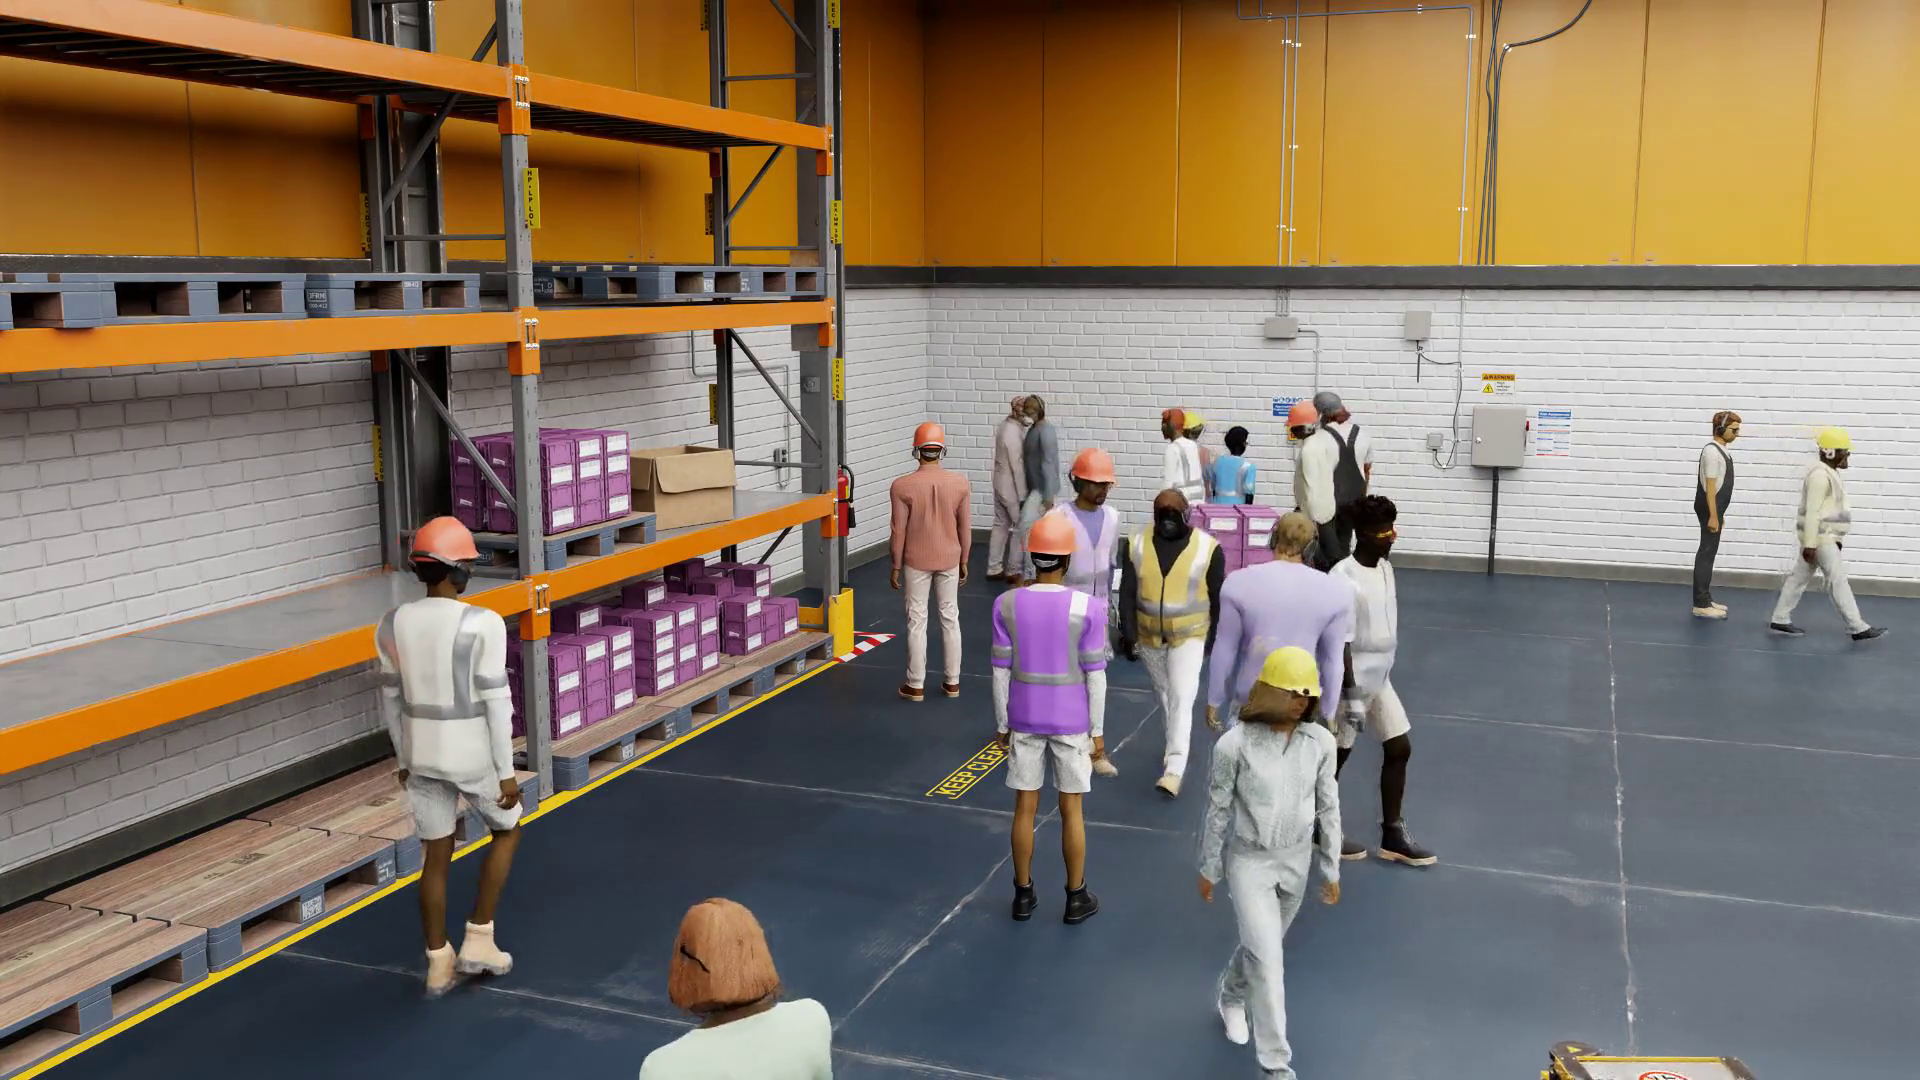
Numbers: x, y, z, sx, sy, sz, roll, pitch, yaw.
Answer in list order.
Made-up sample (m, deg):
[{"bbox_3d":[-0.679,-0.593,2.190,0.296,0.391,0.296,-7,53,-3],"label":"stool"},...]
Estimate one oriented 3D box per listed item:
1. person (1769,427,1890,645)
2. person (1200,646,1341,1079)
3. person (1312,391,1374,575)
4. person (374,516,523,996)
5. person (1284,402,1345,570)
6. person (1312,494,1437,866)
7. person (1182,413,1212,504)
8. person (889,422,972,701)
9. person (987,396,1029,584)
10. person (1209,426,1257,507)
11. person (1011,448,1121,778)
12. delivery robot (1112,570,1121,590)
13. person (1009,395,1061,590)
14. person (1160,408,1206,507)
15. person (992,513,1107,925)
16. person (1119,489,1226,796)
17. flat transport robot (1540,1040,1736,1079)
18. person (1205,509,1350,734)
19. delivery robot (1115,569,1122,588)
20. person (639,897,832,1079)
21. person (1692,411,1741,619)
[{"bbox_3d":[7.208,-0.037,13.742,0.914,1.781,0.617,5,10,29],"label":"person"},{"bbox_3d":[1.159,1.205,6.269,0.497,1.697,0.914,-3,9,-17],"label":"person"},{"bbox_3d":[3.457,-0.393,15.181,0.720,2.000,0.829,-3,9,-16],"label":"person"},{"bbox_3d":[-2.127,0.909,7.050,0.648,2.023,0.525,3,9,17],"label":"person"},{"bbox_3d":[3.039,-0.251,14.637,1.064,1.917,0.627,6,11,31],"label":"person"},{"bbox_3d":[2.119,0.733,8.445,0.800,1.930,0.624,9,12,43],"label":"person"},{"bbox_3d":[2.276,-0.341,15.820,0.777,1.735,0.524,6,11,34],"label":"person"},{"bbox_3d":[-0.215,0.155,11.887,0.612,1.995,0.382,-3,10,-20],"label":"person"},{"bbox_3d":[0.511,-0.490,16.333,0.453,1.871,0.699,-2,9,-11],"label":"person"},{"bbox_3d":[2.503,-0.222,15.318,0.540,1.655,0.859,8,12,41],"label":"person"},{"bbox_3d":[0.677,0.406,10.305,0.628,2.005,0.939,-6,11,-32],"label":"person"},{"bbox_3d":[1.046,0.386,14.652,0.707,0.478,0.477,-4,10,-21],"label":"delivery robot"},{"bbox_3d":[0.696,-0.440,15.936,0.706,1.897,0.676,-1,9,-6],"label":"person"},{"bbox_3d":[1.971,-0.287,15.203,1.056,1.821,0.610,5,10,29],"label":"person"},{"bbox_3d":[0.421,0.837,7.787,0.542,1.938,0.358,2,9,15],"label":"person"},{"bbox_3d":[1.258,0.575,9.935,0.624,1.787,1.001,4,10,23],"label":"person"},{"bbox_3d":[2.462,2.042,5.435,0.652,0.197,1.431,0,9,1],"label":"flat transport robot"},{"bbox_3d":[1.544,0.808,8.084,0.682,1.899,0.659,0,9,-1],"label":"person"},{"bbox_3d":[1.747,0.352,14.861,0.707,0.478,0.477,-5,10,-27],"label":"delivery robot"},{"bbox_3d":[-0.544,1.616,3.971,0.520,1.597,0.825,-5,11,-31],"label":"person"},{"bbox_3d":[6.722,-0.232,14.805,0.344,1.840,0.505,5,10,28],"label":"person"}]
